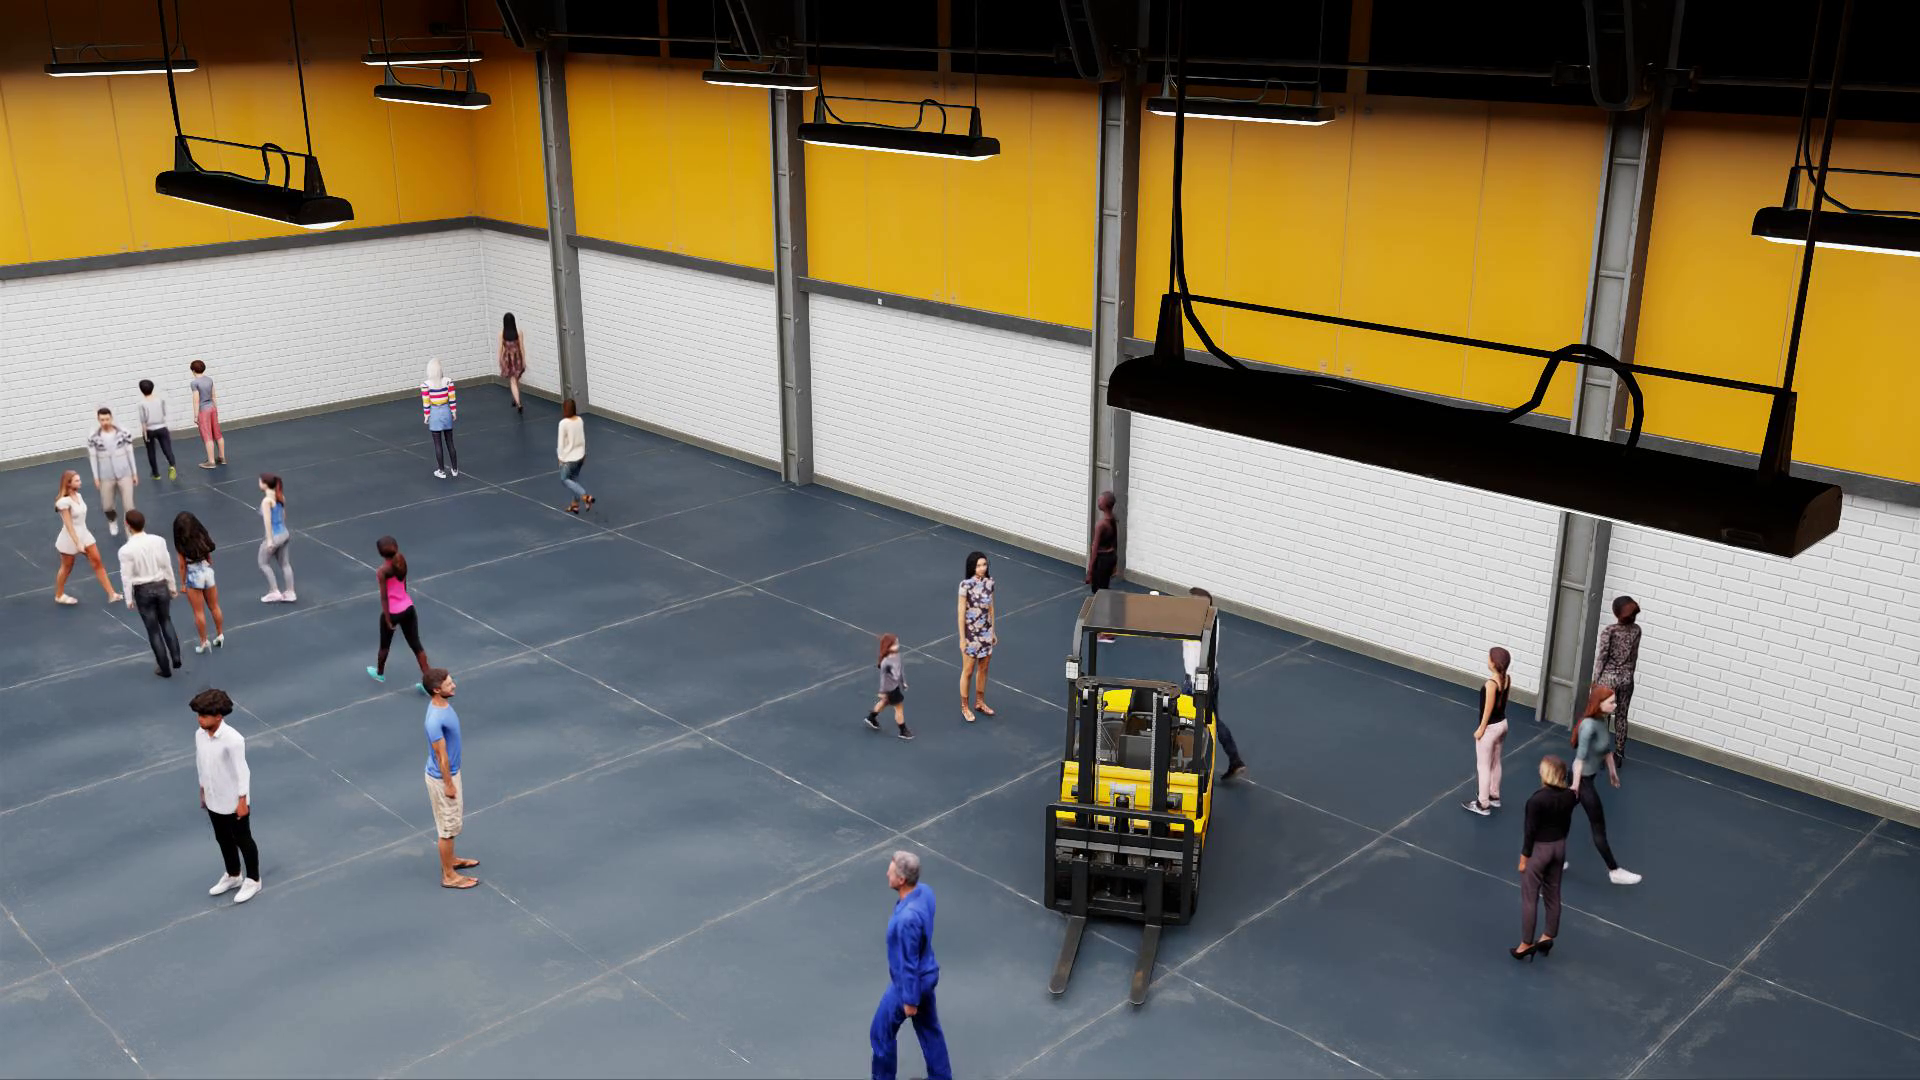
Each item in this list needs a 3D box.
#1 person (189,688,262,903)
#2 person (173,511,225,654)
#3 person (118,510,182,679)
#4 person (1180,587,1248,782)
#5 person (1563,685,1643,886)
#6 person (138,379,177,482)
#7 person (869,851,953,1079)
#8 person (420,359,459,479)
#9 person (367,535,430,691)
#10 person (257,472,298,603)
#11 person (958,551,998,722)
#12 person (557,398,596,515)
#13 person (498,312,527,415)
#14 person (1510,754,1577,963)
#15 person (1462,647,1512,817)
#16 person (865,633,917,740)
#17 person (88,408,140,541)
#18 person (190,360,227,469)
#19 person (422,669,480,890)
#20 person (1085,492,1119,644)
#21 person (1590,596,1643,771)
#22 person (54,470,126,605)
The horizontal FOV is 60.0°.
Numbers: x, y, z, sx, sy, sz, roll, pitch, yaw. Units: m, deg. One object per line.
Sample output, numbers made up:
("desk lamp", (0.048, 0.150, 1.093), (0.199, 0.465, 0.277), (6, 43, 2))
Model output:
("person", (-5.892, 2.032, 13.358), (0.601, 1.808, 0.761), (8, 20, 23))
("person", (-8.377, 0.461, 18.316), (0.652, 1.620, 0.620), (11, 21, 29))
("person", (-8.479, 0.592, 17.548), (0.673, 1.863, 0.693), (15, 24, 38))
("person", (2.299, 1.347, 15.327), (0.605, 1.849, 1.170), (-18, 25, -42))
("person", (5.049, 1.977, 13.686), (1.126, 1.702, 0.755), (11, 22, 30))
("person", (-11.837, -1.592, 24.555), (0.573, 1.529, 0.926), (-16, 24, -40))
("person", (-0.224, 2.882, 10.839), (1.057, 1.805, 0.979), (4, 19, 13))
("person", (-7.751, -1.829, 24.823), (0.695, 1.808, 0.592), (-12, 22, -31))
("person", (-5.745, 0.805, 17.224), (1.185, 1.667, 0.710), (12, 22, 32))
("person", (-8.072, -0.015, 19.764), (0.772, 1.598, 0.725), (3, 19, 10))
("person", (0.167, 0.948, 16.696), (0.627, 1.733, 0.561), (-13, 23, -34))
("person", (-5.301, -1.124, 22.950), (0.881, 1.666, 0.736), (11, 22, 30))
("person", (-7.599, -2.953, 28.287), (0.879, 1.728, 1.220), (-8, 20, -22))
("person", (4.398, 2.394, 12.501), (0.651, 1.669, 0.621), (-9, 21, -26))
("person", (4.732, 1.678, 14.790), (0.535, 1.564, 0.502), (-16, 24, -40))
("person", (-0.724, 1.409, 16.347), (0.866, 1.081, 0.649), (8, 20, 23))
("person", (-11.118, -0.860, 21.896), (0.849, 1.840, 1.025), (-10, 21, -27))
("person", (-11.495, -1.933, 25.378), (0.636, 1.650, 0.646), (9, 20, 24))
("person", (-4.219, 1.918, 13.610), (0.803, 1.863, 0.695), (-4, 19, -12))
("person", (1.693, 0.321, 18.529), (0.680, 1.751, 0.666), (9, 21, 25))
("person", (6.145, 1.327, 15.594), (0.673, 1.717, 0.711), (-3, 19, -10))
("person", (-10.506, 0.016, 19.594), (1.159, 1.649, 1.008), (2, 19, 7))
